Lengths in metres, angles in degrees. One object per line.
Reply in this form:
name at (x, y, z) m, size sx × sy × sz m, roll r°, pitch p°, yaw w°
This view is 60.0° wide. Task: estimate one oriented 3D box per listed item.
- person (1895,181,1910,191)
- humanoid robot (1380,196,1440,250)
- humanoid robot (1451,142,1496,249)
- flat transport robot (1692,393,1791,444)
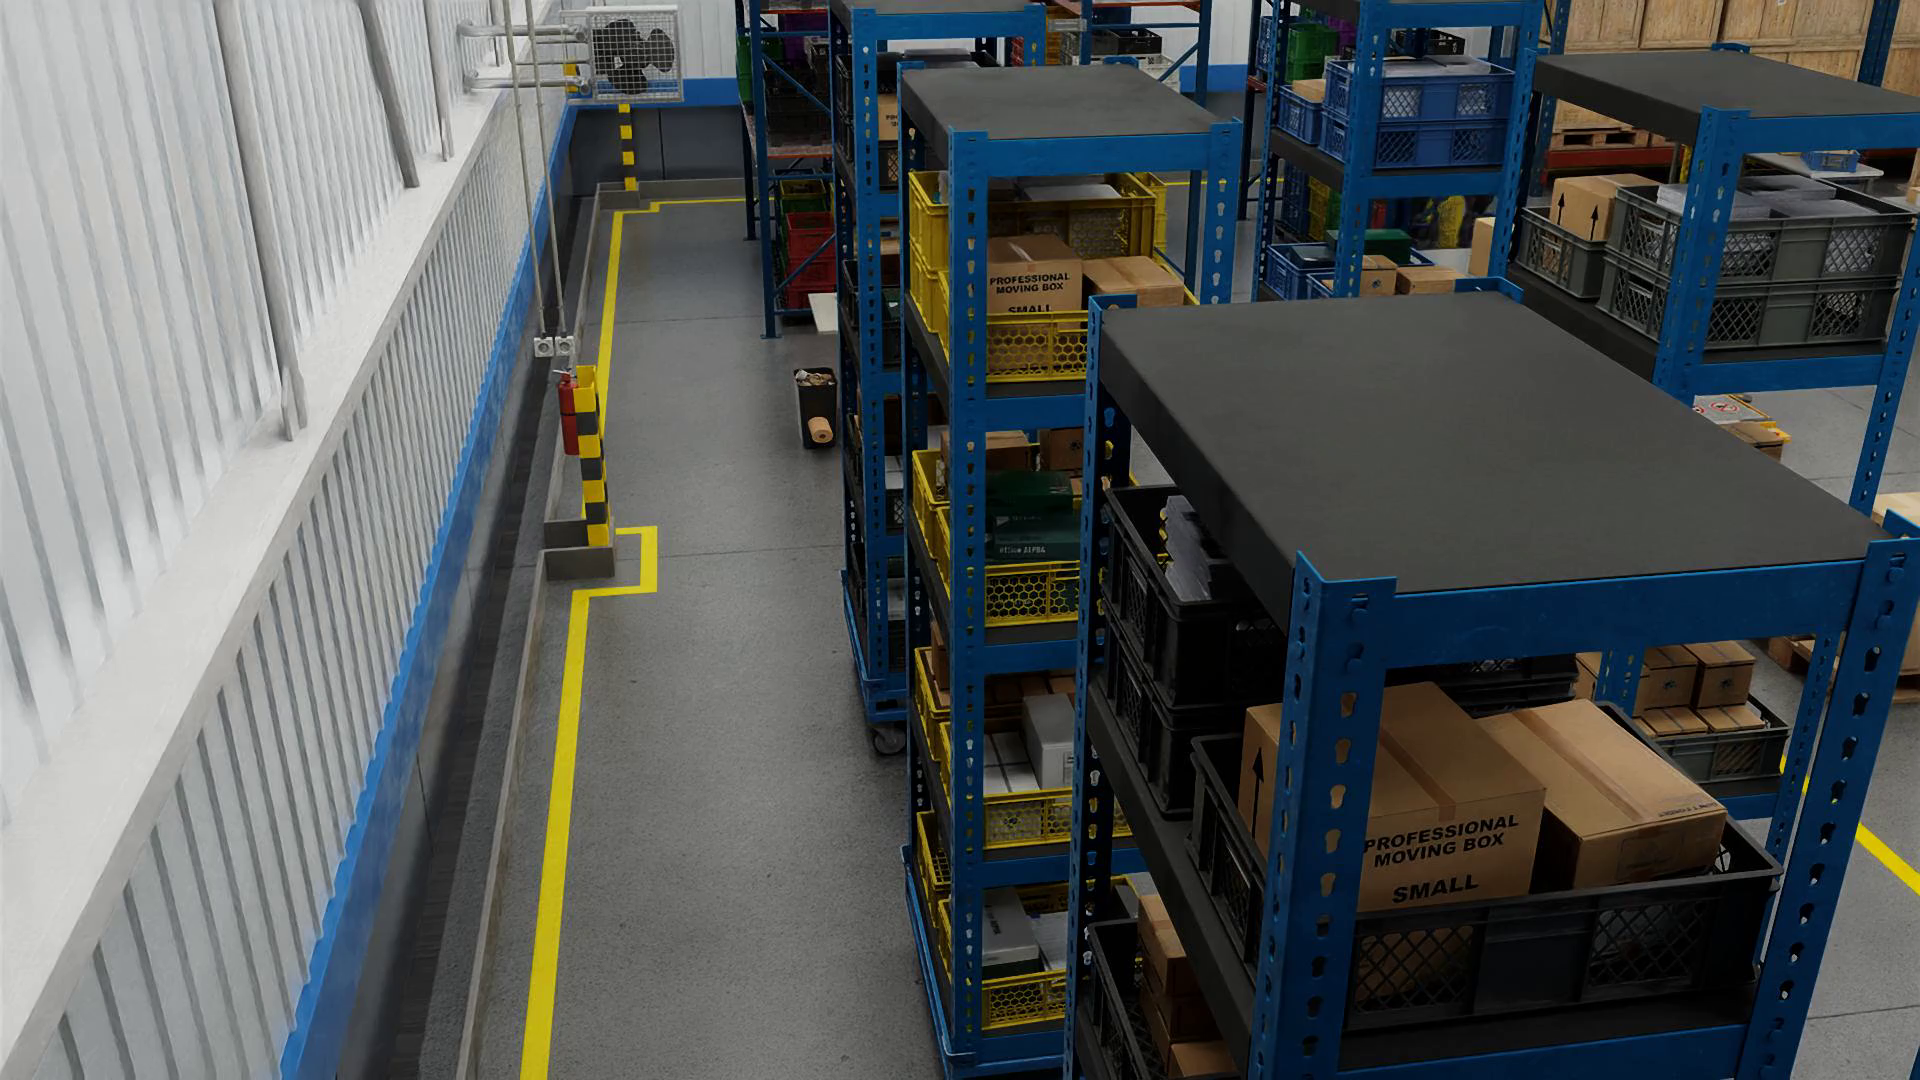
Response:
person at (11.218, -5.004, 19.118) m, size 0.610 × 1.992 × 0.390 m, roll -16°, pitch 29°, yaw -31°
humanoid robot at (3.848, -2.574, 14.205) m, size 0.419 × 1.637 × 0.586 m, roll -12°, pitch 27°, yaw -24°
humanoid robot at (4.465, -2.616, 14.337) m, size 0.500 × 1.634 × 0.663 m, roll 17°, pitch 30°, yaw 33°
flat transport robot at (5.224, -0.859, 12.132) m, size 1.431 × 0.197 × 0.652 m, roll -4°, pitch 25°, yaw -8°
